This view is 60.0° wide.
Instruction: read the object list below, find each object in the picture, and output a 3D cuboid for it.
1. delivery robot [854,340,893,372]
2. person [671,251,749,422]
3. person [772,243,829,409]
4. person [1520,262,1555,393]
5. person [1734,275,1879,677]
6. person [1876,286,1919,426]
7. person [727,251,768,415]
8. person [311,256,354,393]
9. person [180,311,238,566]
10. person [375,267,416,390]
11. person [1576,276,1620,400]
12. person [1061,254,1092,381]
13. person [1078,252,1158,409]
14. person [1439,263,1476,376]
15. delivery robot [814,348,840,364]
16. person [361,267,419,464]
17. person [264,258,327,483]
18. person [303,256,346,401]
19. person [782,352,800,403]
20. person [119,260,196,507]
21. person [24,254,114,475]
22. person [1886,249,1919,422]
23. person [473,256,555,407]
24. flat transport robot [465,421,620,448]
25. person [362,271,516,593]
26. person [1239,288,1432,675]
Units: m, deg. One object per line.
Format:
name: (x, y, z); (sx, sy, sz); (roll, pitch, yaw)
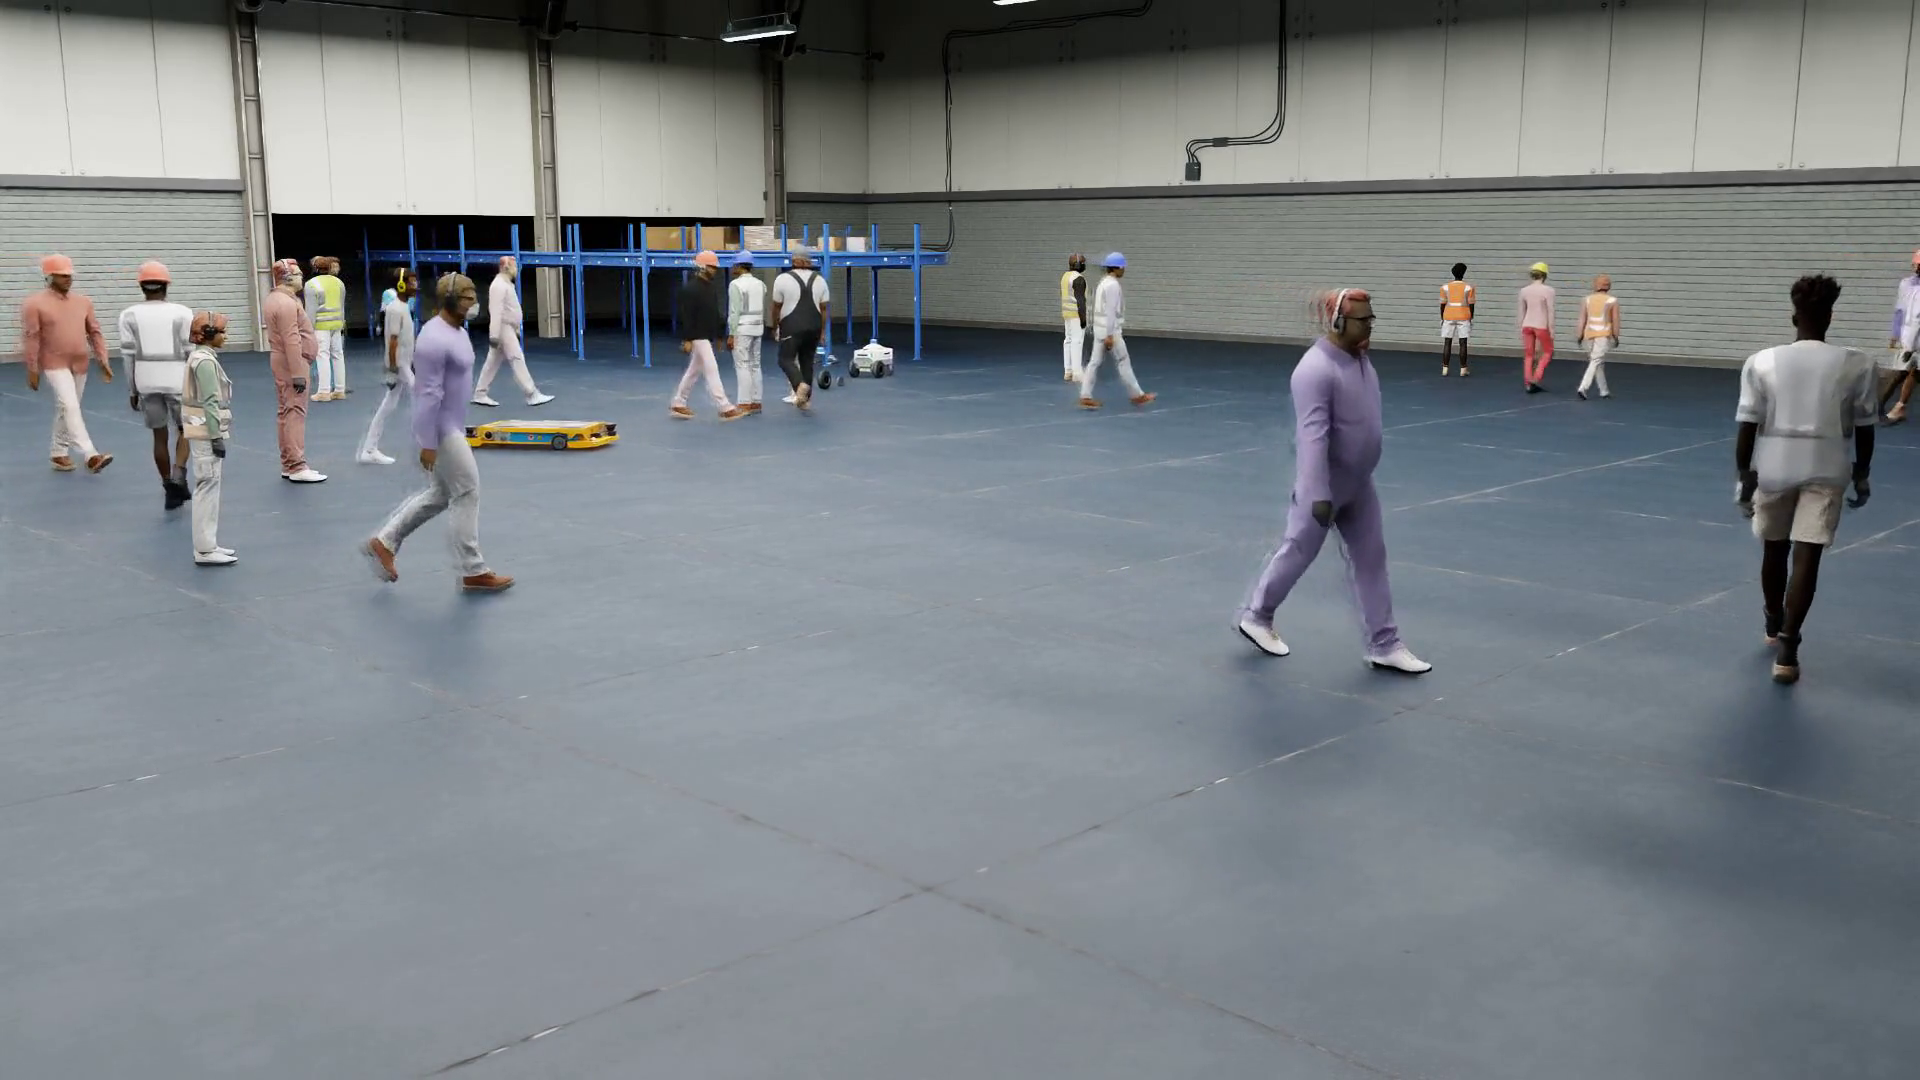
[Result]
delivery robot: (-1.306, -2.783, 25.120); (0.477, 0.478, 0.707); (5, 12, 25)
person: (-2.934, -2.341, 19.113); (1.046, 1.936, 0.628); (3, 11, 17)
person: (-1.916, -2.557, 20.088); (0.698, 2.000, 0.733); (-6, 12, -29)
person: (7.727, -2.840, 22.266); (0.352, 1.753, 0.554); (-8, 13, -37)
person: (4.152, -0.333, 8.186); (0.608, 1.911, 1.017); (7, 12, 33)
person: (10.589, -2.170, 18.313); (0.977, 1.879, 0.534); (5, 11, 23)
person: (-2.558, -2.448, 19.766); (0.385, 1.929, 0.703); (7, 12, 32)
person: (-8.432, -2.876, 22.288); (0.448, 1.827, 0.589); (2, 11, 11)
person: (-4.862, -0.662, 10.775); (0.323, 1.630, 0.507); (-5, 12, -26)
person: (-7.807, -2.908, 22.896); (0.750, 1.658, 0.531); (3, 11, 15)
person: (8.247, -2.625, 21.569); (0.828, 1.596, 0.537); (-8, 13, -36)
person: (1.709, -3.259, 24.343); (0.429, 1.844, 0.627); (-3, 11, -18)
person: (1.899, -2.537, 20.245); (0.983, 1.891, 0.638); (-2, 11, -11)
person: (7.494, -3.321, 25.076); (0.532, 1.696, 0.319); (5, 11, 25)
delivery robot: (-1.947, -2.575, 23.278); (0.335, 0.223, 0.698); (6, 12, 29)
person: (-5.143, -1.614, 15.460); (0.995, 1.816, 0.536); (-3, 11, -17)
person: (-5.740, -1.462, 14.352); (0.409, 1.913, 0.645); (-6, 12, -31)
person: (-8.178, -2.715, 21.378); (0.429, 1.845, 0.621); (5, 11, 23)
person: (-2.133, -2.564, 21.158); (0.309, 1.621, 0.512); (-7, 13, -35)
person: (-6.206, -1.211, 12.956); (0.561, 1.913, 0.434); (-3, 11, -16)
person: (-7.880, -1.552, 14.758); (1.068, 1.930, 0.624); (6, 12, 29)
person: (11.042, -2.362, 19.054); (0.950, 1.995, 0.611); (-3, 11, -18)
person: (-5.593, -2.574, 20.580); (1.006, 1.850, 0.661); (-2, 11, -11)
flat transport robot: (-4.251, -1.081, 16.866); (1.431, 0.197, 0.652); (2, 10, 8)
person: (-3.148, -0.634, 9.868); (0.844, 1.909, 0.649); (-1, 10, -5)
person: (1.829, -0.305, 8.183); (0.995, 1.865, 0.647); (10, 14, 42)
